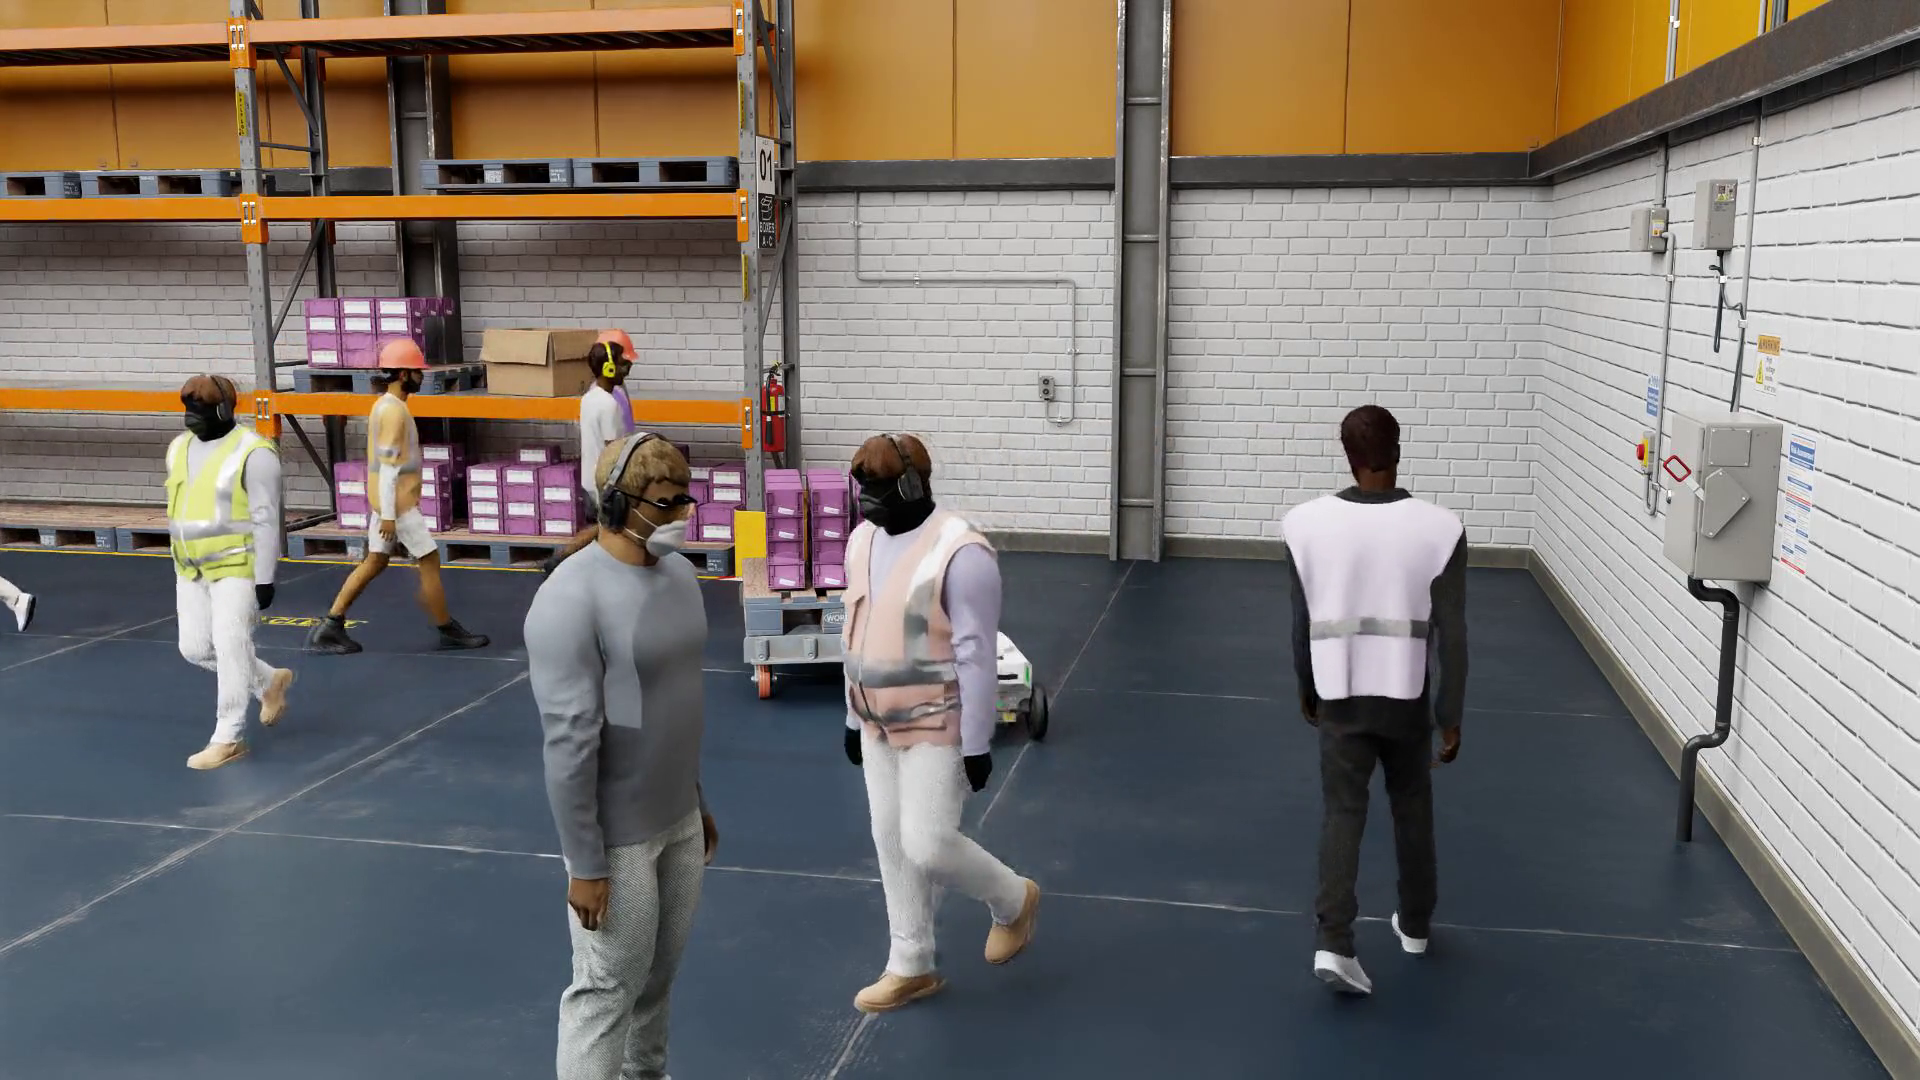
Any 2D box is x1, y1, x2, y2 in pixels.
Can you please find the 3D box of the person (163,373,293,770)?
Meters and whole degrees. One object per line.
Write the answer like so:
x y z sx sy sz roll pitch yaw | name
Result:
-3.418 0.124 7.799 0.643 1.826 0.624 4 10 24 | person

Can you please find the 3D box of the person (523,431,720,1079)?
-0.776 0.699 4.021 0.372 1.933 0.627 3 10 17 | person

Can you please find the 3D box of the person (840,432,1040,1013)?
-0.081 0.563 5.195 0.578 1.821 0.640 -8 12 -38 | person

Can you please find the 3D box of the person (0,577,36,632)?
-6.014 -0.146 10.031 0.579 1.619 0.532 -3 10 -17 | person

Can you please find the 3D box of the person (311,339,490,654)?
-3.394 -0.245 9.861 1.000 1.894 0.561 -4 10 -22 | person

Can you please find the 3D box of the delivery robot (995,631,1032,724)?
0.131 0.629 8.301 0.477 0.478 0.707 -1 10 -9 | delivery robot

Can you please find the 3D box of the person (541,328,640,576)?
-2.404 -0.479 11.211 0.821 1.905 0.561 -1 9 -3 | person

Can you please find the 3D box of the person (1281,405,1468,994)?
1.323 0.507 5.376 0.601 1.874 0.808 2 10 14 | person

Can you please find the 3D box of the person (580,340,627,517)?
-2.234 -0.306 10.320 0.616 1.855 0.534 -4 10 -23 | person
